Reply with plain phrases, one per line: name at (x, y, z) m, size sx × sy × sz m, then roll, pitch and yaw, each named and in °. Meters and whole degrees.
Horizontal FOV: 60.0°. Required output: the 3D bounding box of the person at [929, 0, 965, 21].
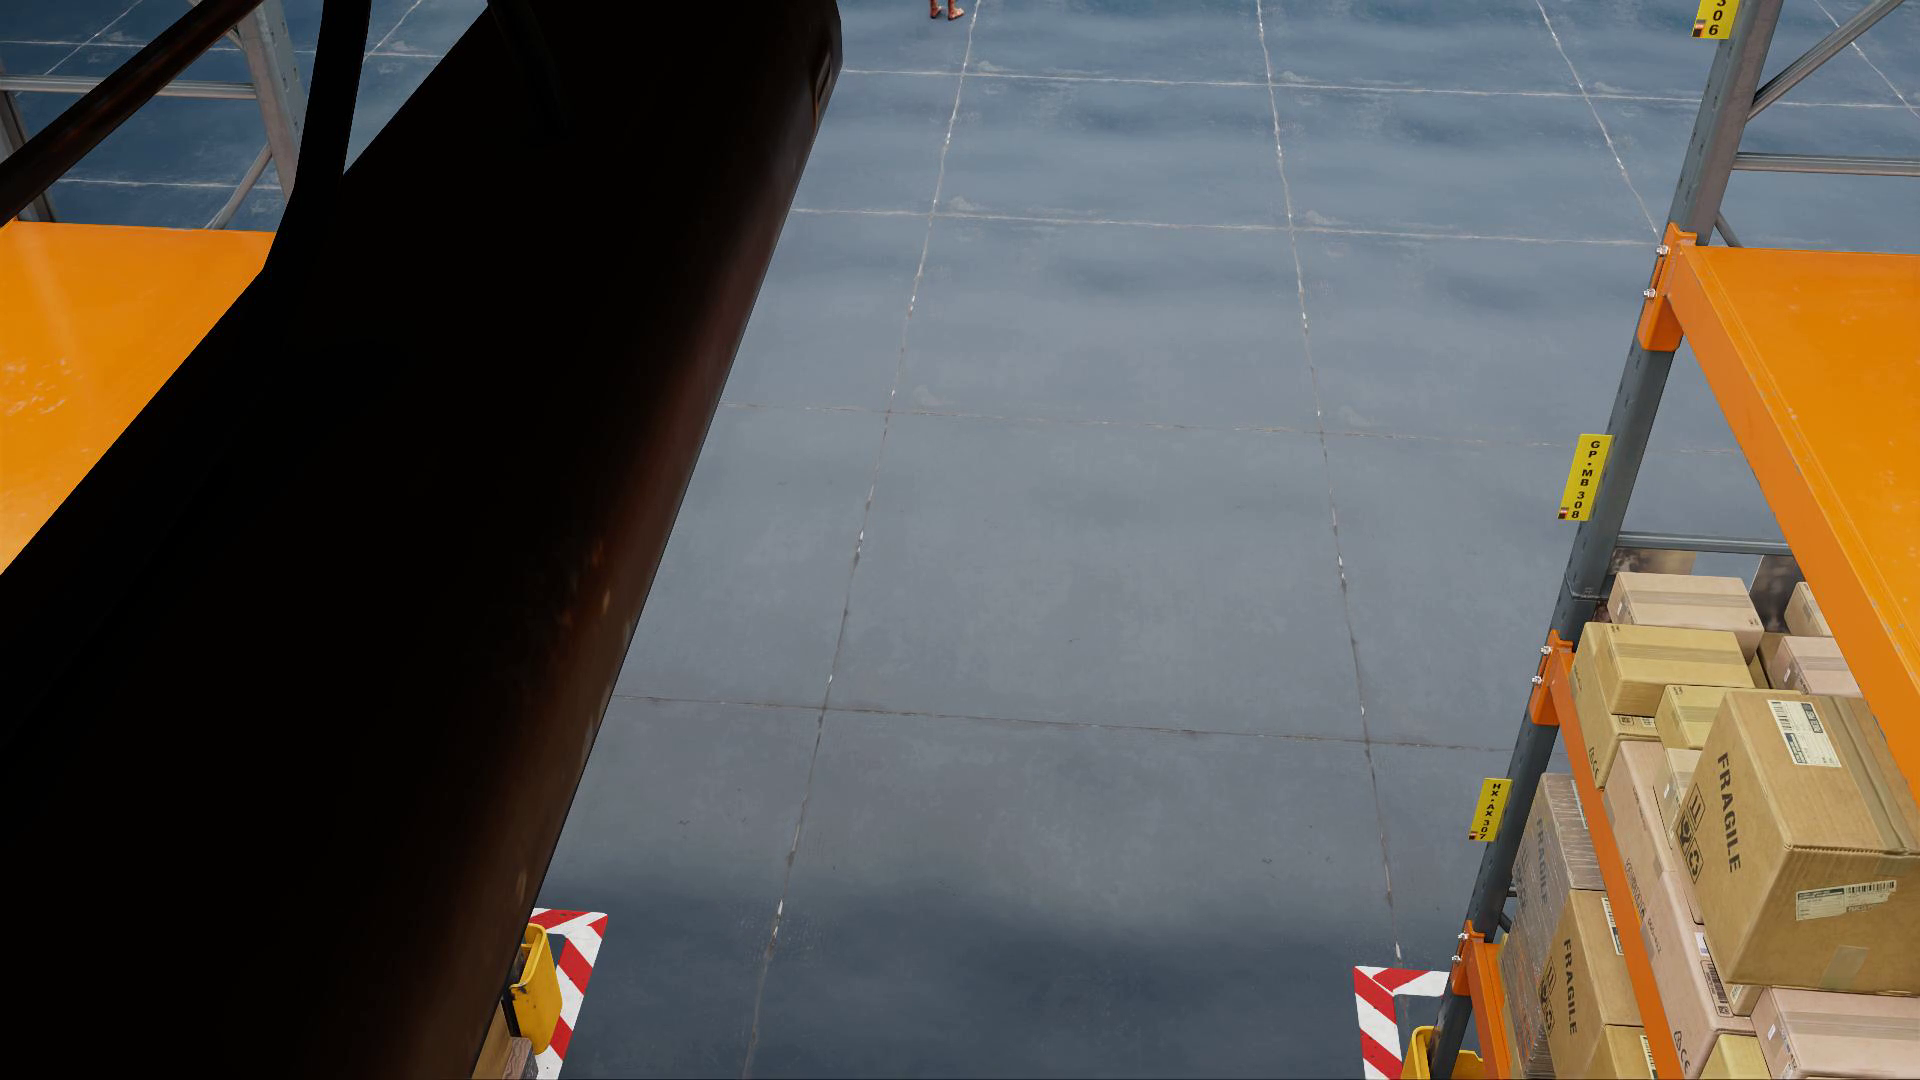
person at (-0.193, -6.201, 17.029) m, size 0.648 × 1.719 × 0.635 m, roll 15°, pitch 40°, yaw 18°
